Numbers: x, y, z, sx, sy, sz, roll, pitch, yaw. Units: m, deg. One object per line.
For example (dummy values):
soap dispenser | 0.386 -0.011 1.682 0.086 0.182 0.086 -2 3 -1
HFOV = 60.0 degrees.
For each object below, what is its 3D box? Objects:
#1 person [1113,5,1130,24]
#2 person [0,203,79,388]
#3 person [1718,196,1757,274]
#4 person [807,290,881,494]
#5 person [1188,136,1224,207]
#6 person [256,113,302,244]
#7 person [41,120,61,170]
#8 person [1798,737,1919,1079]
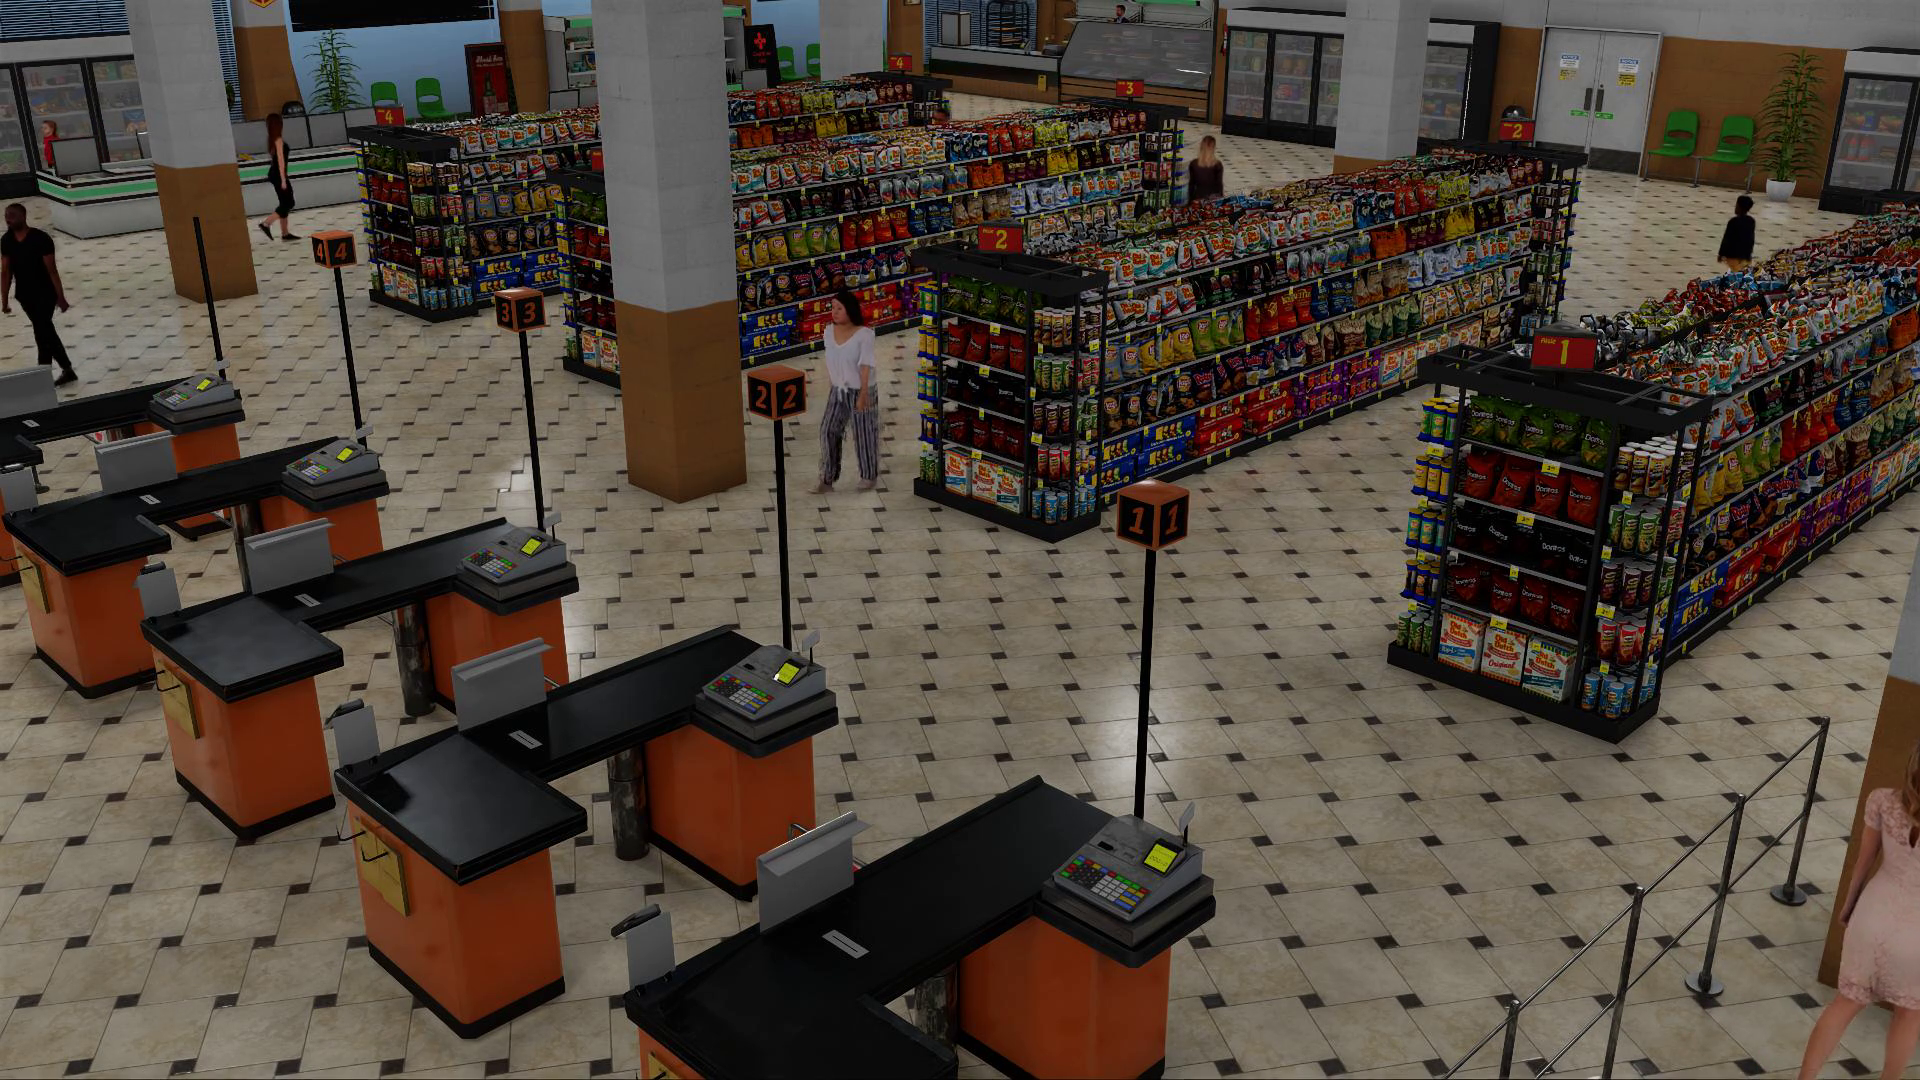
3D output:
person | 3.710 -11.414 38.492 0.628 1.866 0.551 20 30 41
person | -8.815 -2.345 16.016 1.009 1.794 1.129 4 22 10
person | 8.983 -3.309 19.125 0.590 1.265 0.686 -6 23 -14
person | -0.811 -1.191 13.337 0.806 1.652 0.991 13 25 29
person | 3.004 -4.122 20.569 0.715 1.696 0.753 12 25 27
person | -9.199 -4.816 22.287 0.847 1.705 0.661 -13 25 -29
person | -13.542 -5.671 25.000 0.512 1.267 0.506 20 29 41
person | 3.514 1.540 6.329 1.017 1.808 0.679 -16 27 -34
